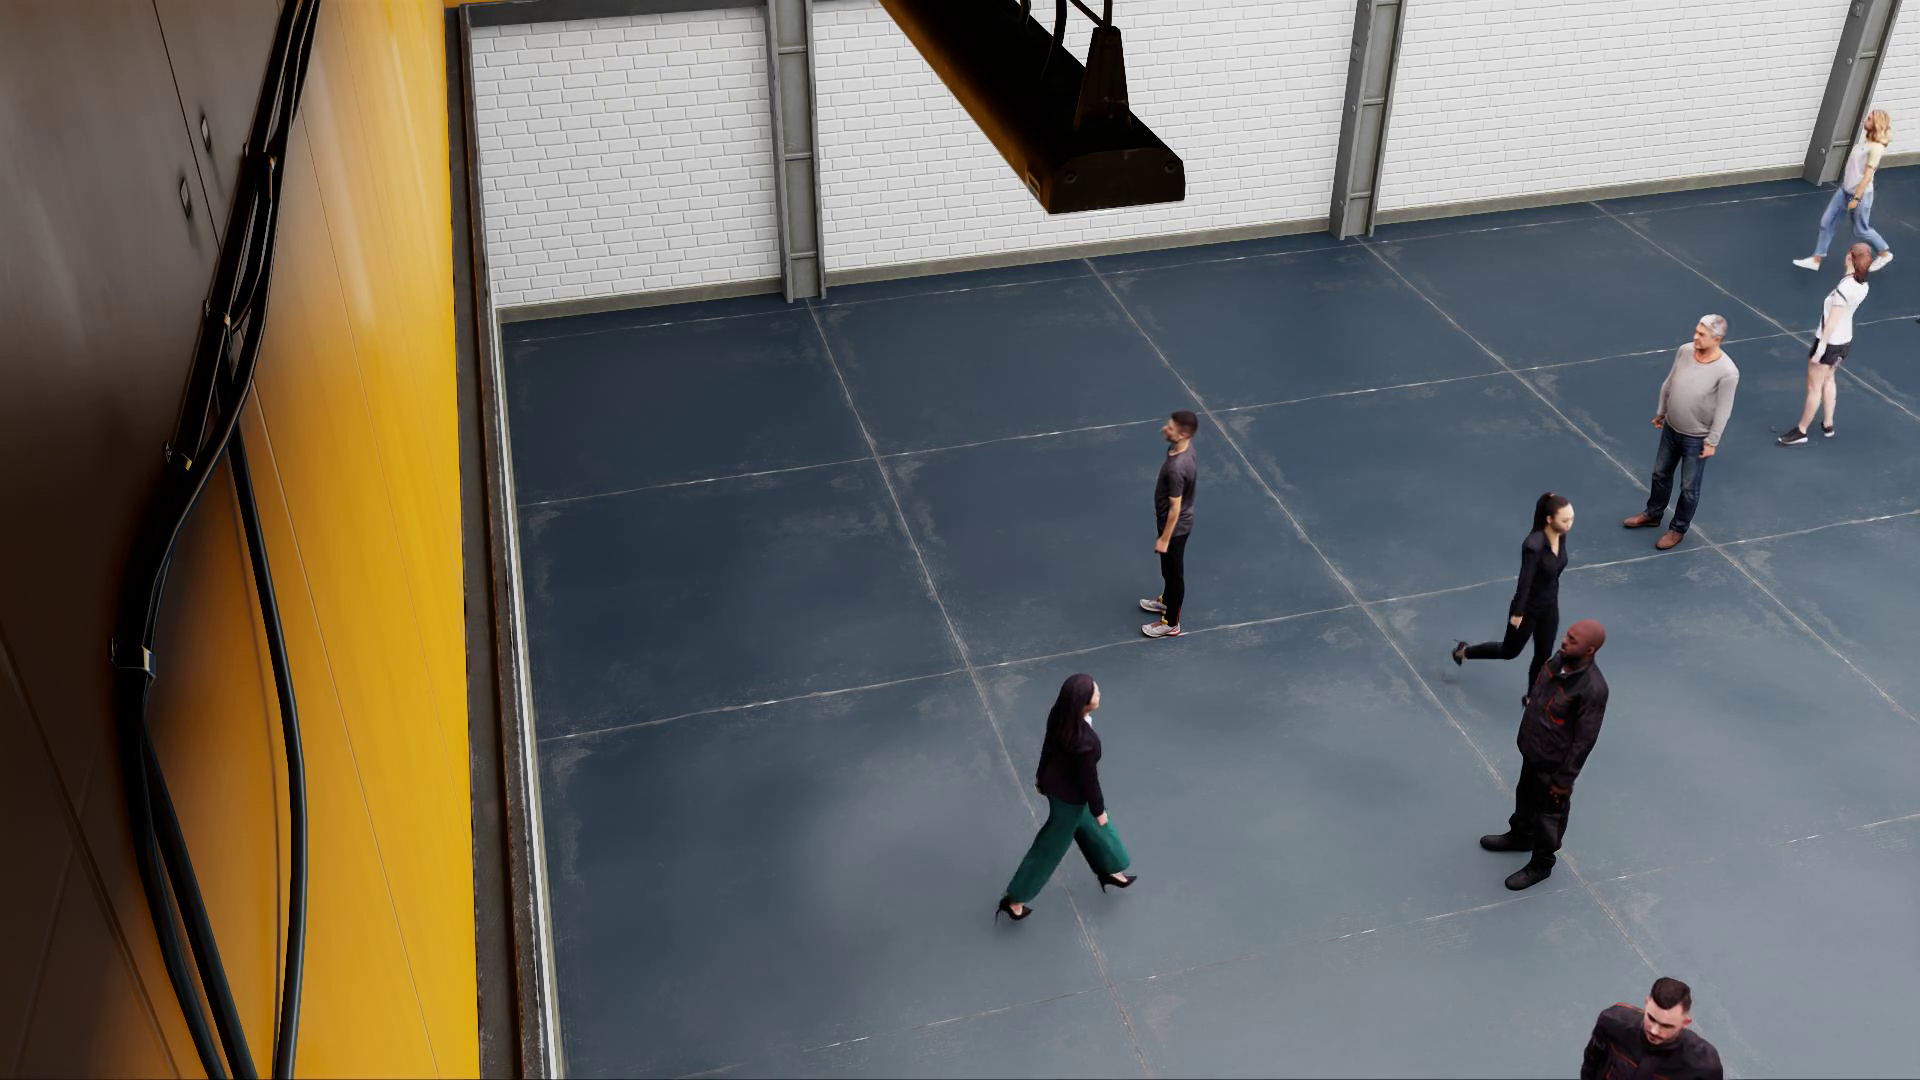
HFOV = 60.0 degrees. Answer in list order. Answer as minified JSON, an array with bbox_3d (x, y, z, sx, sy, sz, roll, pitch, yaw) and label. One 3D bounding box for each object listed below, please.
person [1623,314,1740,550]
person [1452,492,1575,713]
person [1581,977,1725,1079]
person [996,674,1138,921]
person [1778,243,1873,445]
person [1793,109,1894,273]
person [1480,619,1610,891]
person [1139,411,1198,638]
[{"bbox_3d":[5.496,-0.838,12.535,0.687,1.908,0.780,-15,36,-21],"label":"person"},{"bbox_3d":[3.663,0.419,10.838,1.014,1.693,0.912,-25,41,-32],"label":"person"},{"bbox_3d":[3.059,2.576,7.488,1.177,1.810,1.300,23,40,30],"label":"person"},{"bbox_3d":[0.518,1.488,9.235,1.110,1.688,0.634,-10,35,-14],"label":"person"},{"bbox_3d":[7.240,-1.595,13.835,0.887,1.730,0.740,19,38,26],"label":"person"},{"bbox_3d":[9.068,-3.429,16.635,1.230,1.686,0.924,5,34,7],"label":"person"},{"bbox_3d":[3.429,1.193,9.555,0.615,1.825,0.704,-6,34,-9],"label":"person"},{"bbox_3d":[1.485,-0.128,11.597,0.672,1.764,0.703,3,34,5],"label":"person"}]
